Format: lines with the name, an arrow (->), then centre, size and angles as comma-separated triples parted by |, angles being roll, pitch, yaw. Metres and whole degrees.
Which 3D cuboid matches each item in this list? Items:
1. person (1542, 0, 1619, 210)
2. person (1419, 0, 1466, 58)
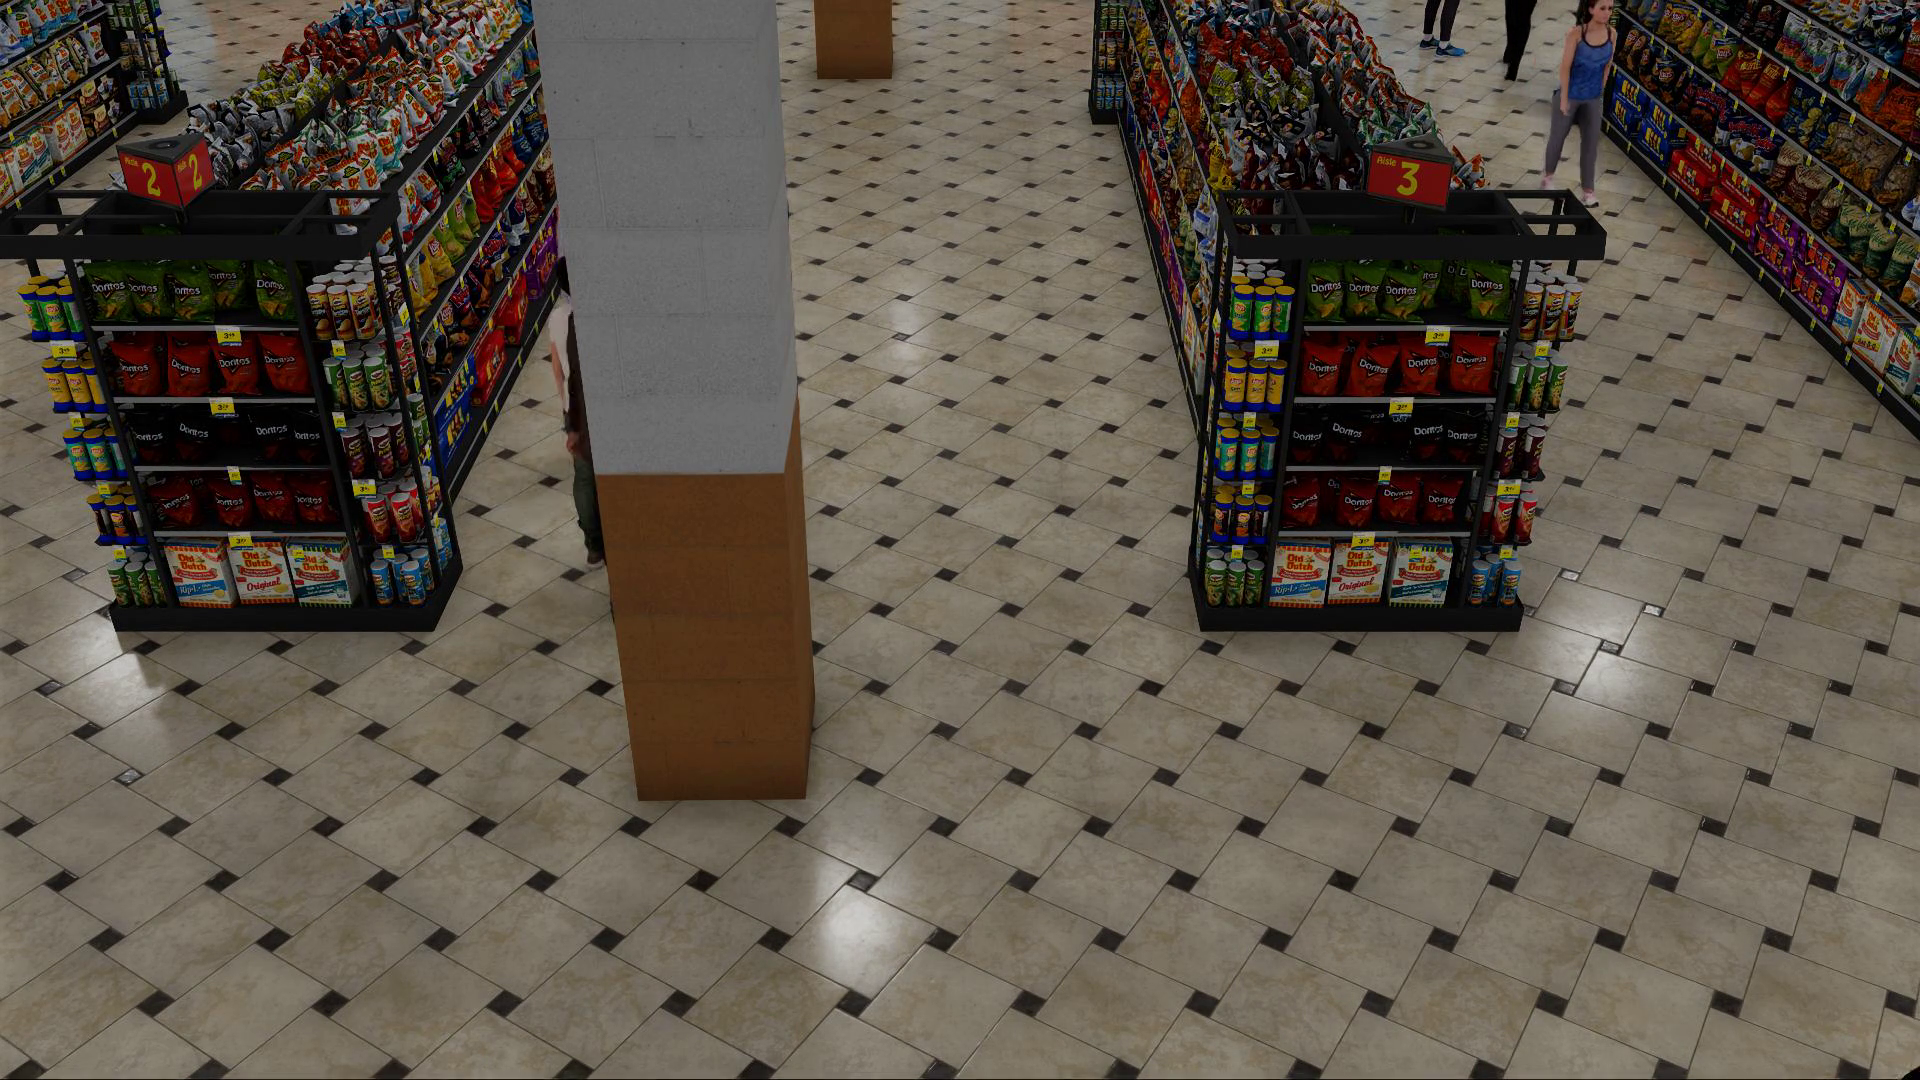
person -> 4.611, -3.321, 12.467 | 0.564, 1.579, 0.976 | 0, 32, 0
person -> 4.693, -5.573, 15.851 | 0.820, 1.827, 0.627 | -10, 33, -16
